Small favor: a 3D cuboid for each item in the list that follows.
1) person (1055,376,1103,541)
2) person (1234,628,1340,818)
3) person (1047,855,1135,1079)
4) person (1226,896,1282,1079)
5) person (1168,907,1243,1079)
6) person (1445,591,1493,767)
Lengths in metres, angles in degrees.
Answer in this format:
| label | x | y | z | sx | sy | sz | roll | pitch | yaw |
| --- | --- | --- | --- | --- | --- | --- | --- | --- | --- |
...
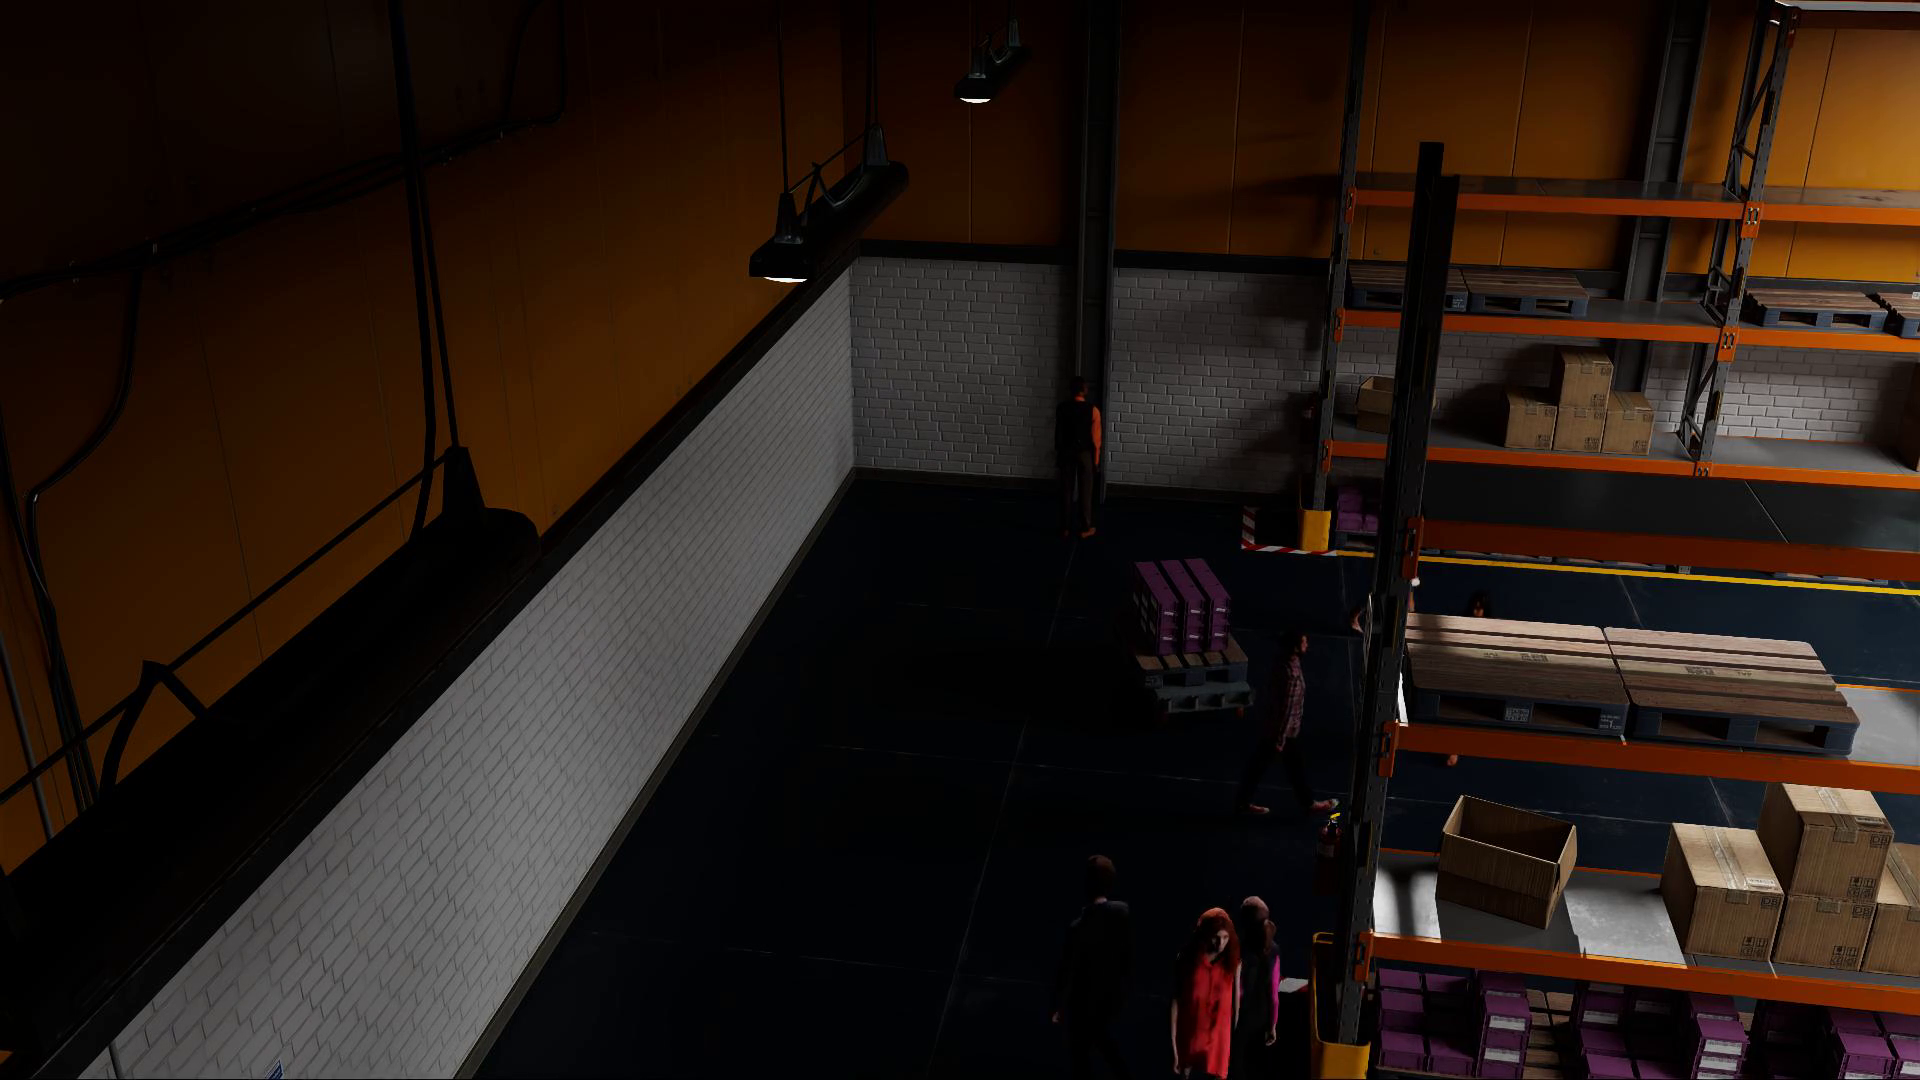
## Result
| label | x | y | z | sx | sy | sz | roll | pitch | yaw |
| --- | --- | --- | --- | --- | --- | --- | --- | --- | --- |
| person | 1.332 | -0.941 | 18.976 | 0.605 | 1.907 | 0.790 | 8 | 25 | 17 |
| person | 2.537 | 1.538 | 13.539 | 1.180 | 1.721 | 0.935 | -3 | 24 | -7 |
| person | 0.898 | 2.858 | 10.333 | 1.056 | 1.869 | 0.980 | 21 | 31 | 39 |
| person | 1.790 | 3.015 | 10.171 | 1.062 | 1.711 | 1.086 | -14 | 27 | -29 |
| person | 1.454 | 2.985 | 10.153 | 1.026 | 1.780 | 0.704 | 2 | 24 | 5 |
| person | 4.457 | 1.154 | 14.534 | 0.928 | 1.627 | 0.873 | 15 | 28 | 31 |
